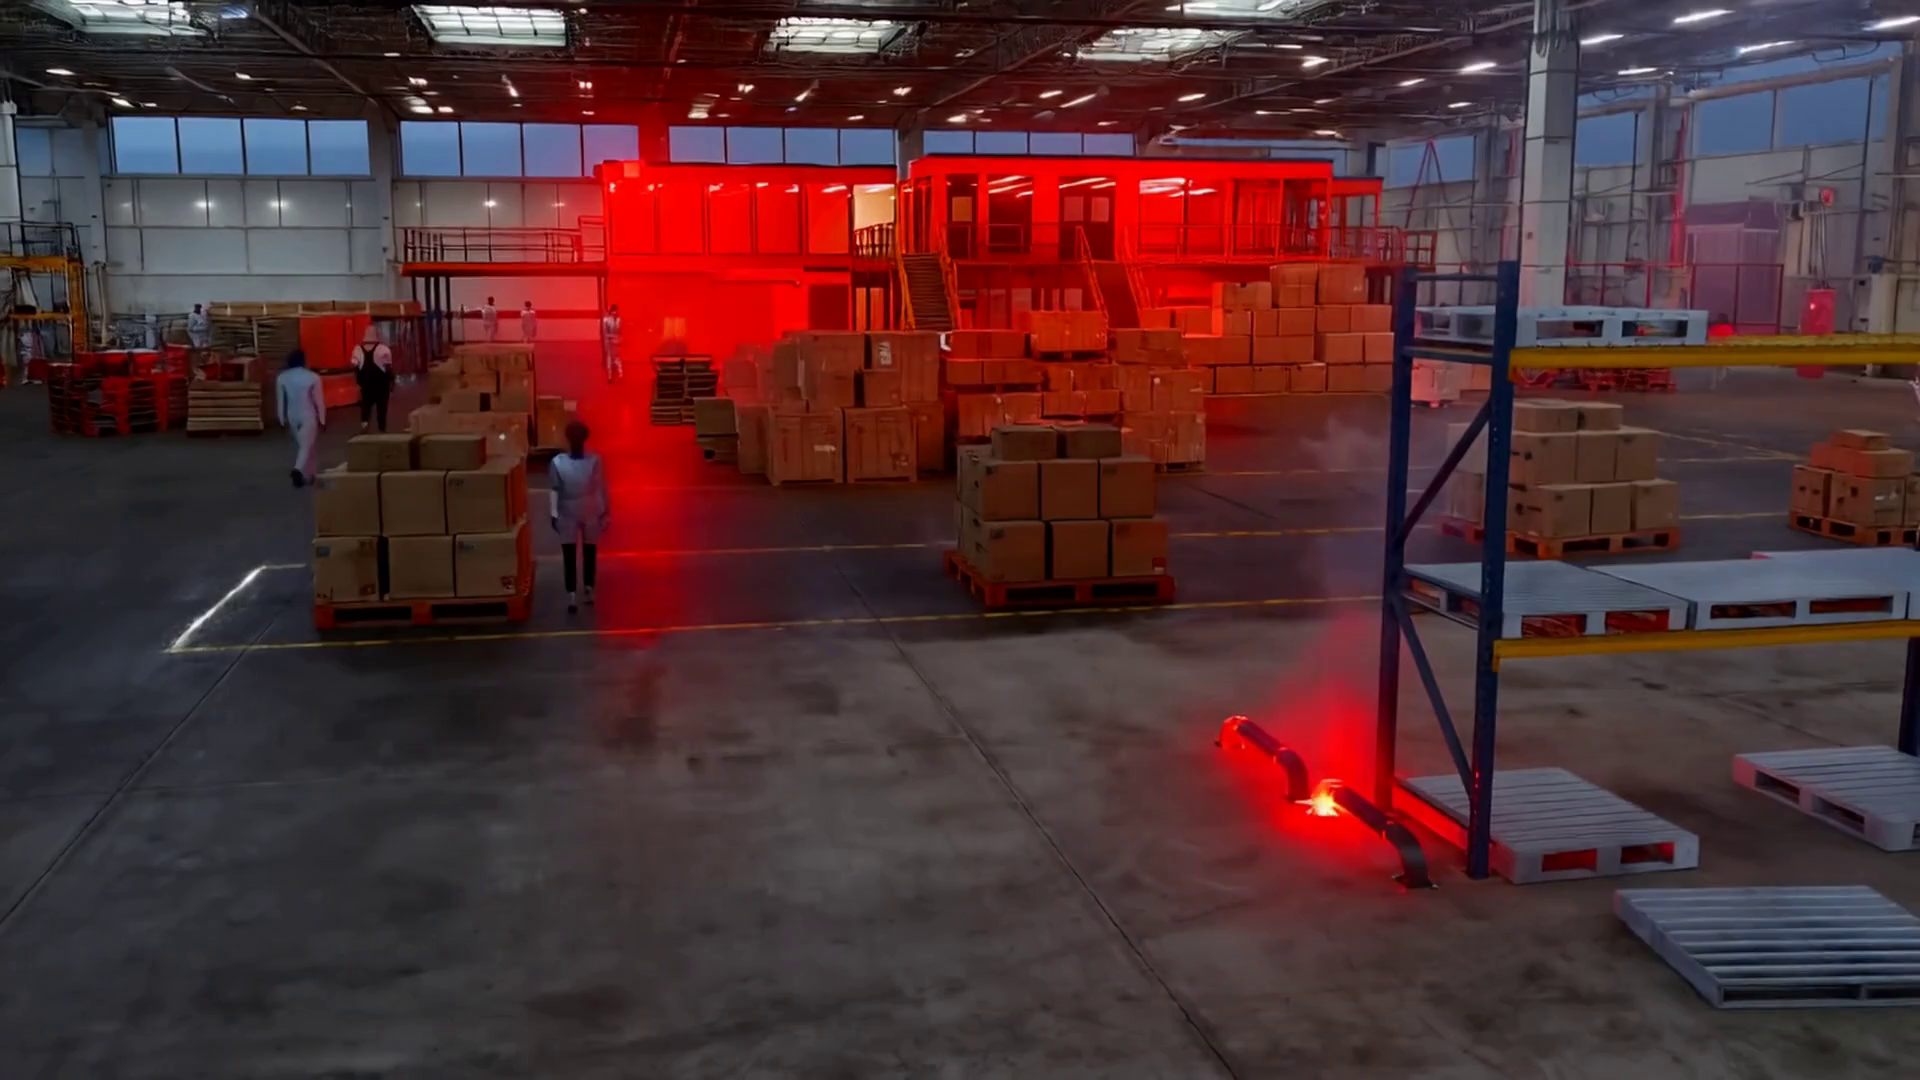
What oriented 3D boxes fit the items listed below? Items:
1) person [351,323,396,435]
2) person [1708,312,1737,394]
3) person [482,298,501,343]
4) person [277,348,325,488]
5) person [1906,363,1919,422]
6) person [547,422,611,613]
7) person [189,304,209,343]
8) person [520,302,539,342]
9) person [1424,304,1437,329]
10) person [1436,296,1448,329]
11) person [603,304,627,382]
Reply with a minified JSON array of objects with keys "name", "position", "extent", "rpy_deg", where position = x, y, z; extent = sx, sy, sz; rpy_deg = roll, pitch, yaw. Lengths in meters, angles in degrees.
[{"name":"person","position":[-10.384,-2.849,29.544],"extent":[0.690,2.000,0.537],"rpy_deg":[0,9,-2]},{"name":"person","position":[18.177,-4.432,39.509],"extent":[1.020,1.947,0.628],"rpy_deg":[-4,10,-23]},{"name":"person","position":[-17.034,-7.866,60.560],"extent":[0.610,1.885,0.902],"rpy_deg":[-7,12,-37]},{"name":"person","position":[-8.978,-1.649,22.618],"extent":[0.640,1.920,0.833],"rpy_deg":[1,9,6]},{"name":"person","position":[18.585,-3.175,31.977],"extent":[0.635,1.888,0.828],"rpy_deg":[-1,9,-5]},{"name":"person","position":[-3.312,-0.196,14.498],"extent":[0.546,1.647,0.881],"rpy_deg":[-2,10,-12]},{"name":"person","position":[-23.175,-6.236,50.671],"extent":[0.574,1.883,0.355],"rpy_deg":[-2,10,-11]},{"name":"person","position":[-13.555,-6.535,52.416],"extent":[0.546,1.914,0.722],"rpy_deg":[-5,10,-27]},{"name":"person","position":[15.312,-6.850,54.701],"extent":[0.645,1.794,0.978],"rpy_deg":[8,12,40]},{"name":"person","position":[18.055,-8.189,62.446],"extent":[0.617,1.926,0.769],"rpy_deg":[0,9,-2]},{"name":"person","position":[-9.034,-5.146,43.557],"extent":[0.605,2.036,0.388],"rpy_deg":[-2,10,-11]}]
